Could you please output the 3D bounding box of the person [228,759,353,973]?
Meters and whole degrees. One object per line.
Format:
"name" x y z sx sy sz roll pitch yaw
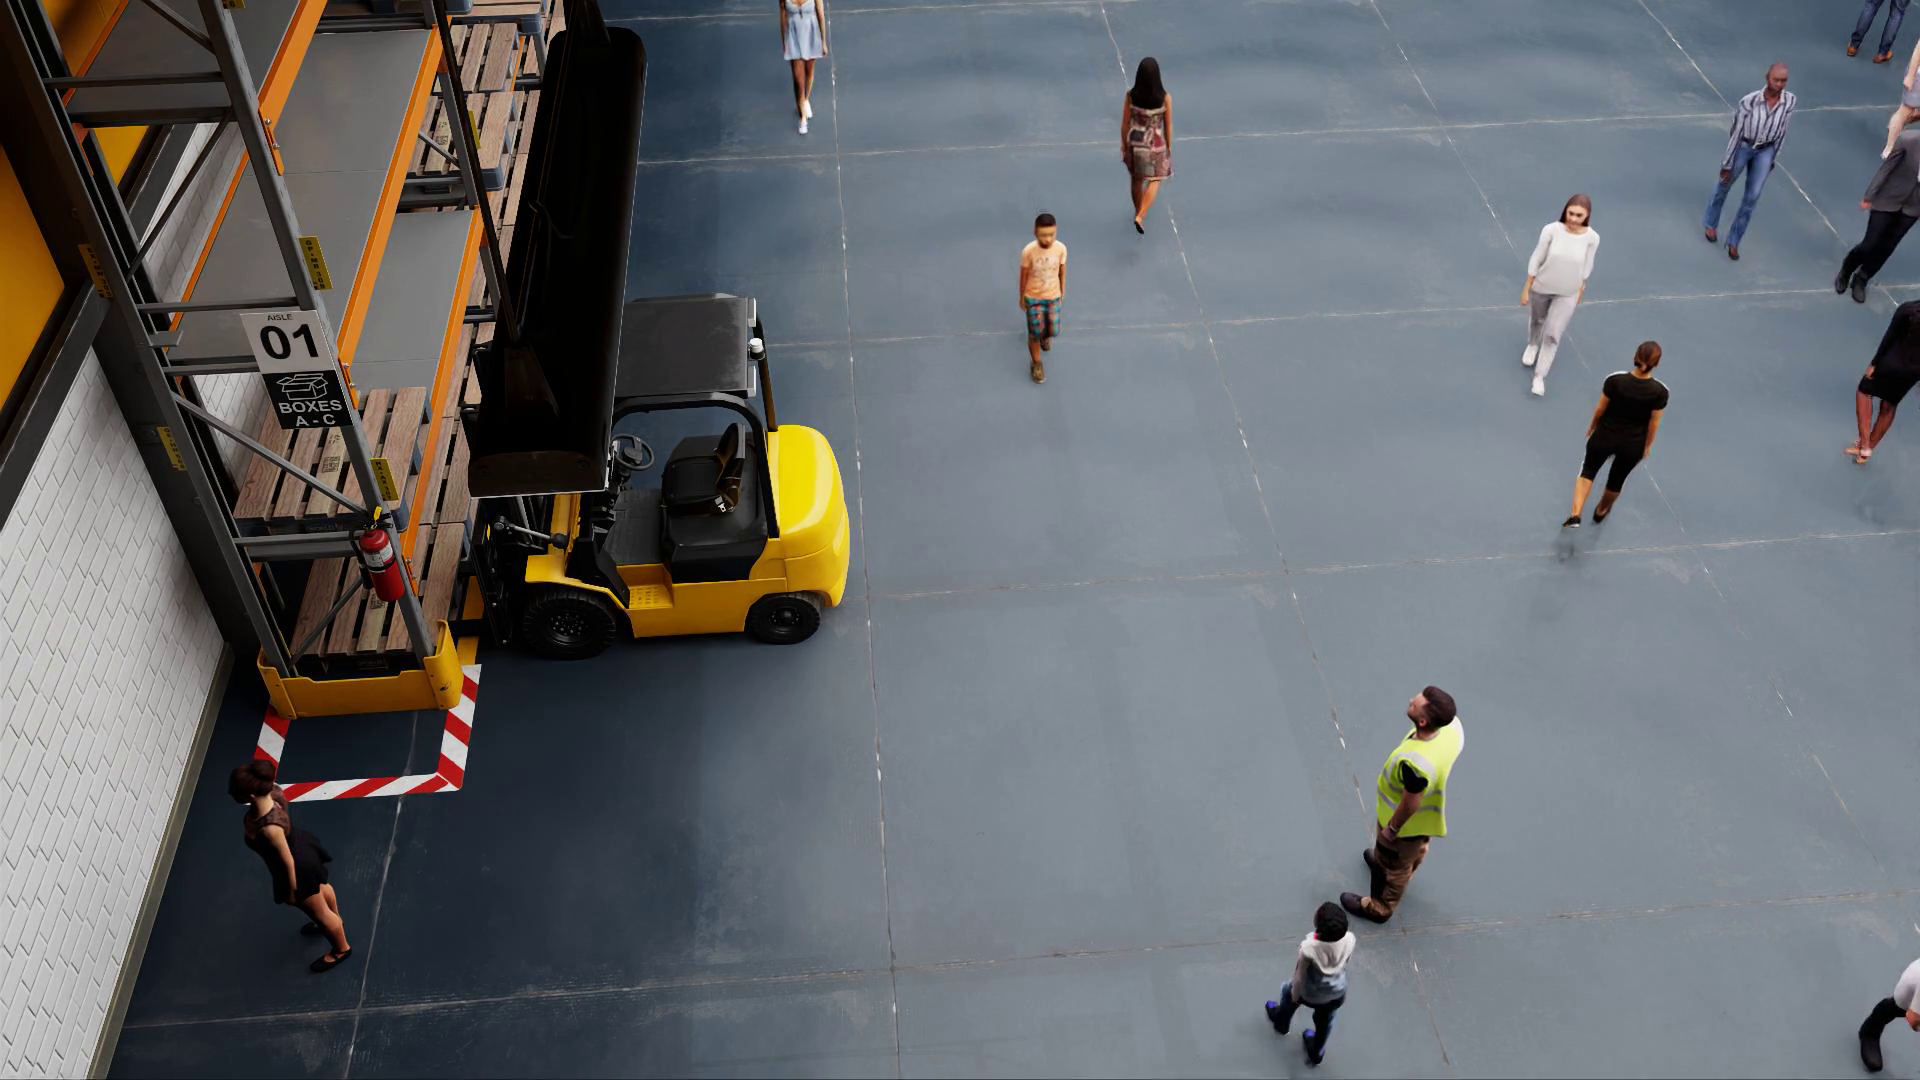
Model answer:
"person" -3.638 1.756 9.068 0.702 1.673 0.591 -16 46 -16

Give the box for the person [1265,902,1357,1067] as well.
"person" 1.907 2.375 8.730 0.511 1.244 0.639 -6 44 -6

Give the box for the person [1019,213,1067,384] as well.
"person" 0.629 -1.965 13.135 0.570 1.451 0.751 -8 44 -8

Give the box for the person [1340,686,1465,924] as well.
"person" 2.496 1.465 9.248 0.917 1.846 0.855 29 51 27

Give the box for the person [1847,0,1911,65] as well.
"person" 9.521 -5.766 16.851 0.759 1.829 0.794 26 49 25

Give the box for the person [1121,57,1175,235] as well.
"person" 1.614 -3.407 14.518 0.834 1.632 0.986 11 45 12

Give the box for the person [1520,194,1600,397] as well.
"person" 4.677 -2.021 13.049 0.898 1.651 1.091 15 46 15

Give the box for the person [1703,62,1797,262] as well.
"person" 6.770 -3.344 14.349 0.734 1.774 0.850 2 44 2

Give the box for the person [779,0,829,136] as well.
"person" -1.515 -4.849 15.977 0.642 1.707 0.859 -9 44 -10

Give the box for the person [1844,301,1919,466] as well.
"person" 6.892 -1.198 12.142 0.692 1.711 0.713 6 44 6

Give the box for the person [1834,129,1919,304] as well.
"person" 7.768 -2.827 13.774 0.789 1.819 0.730 8 44 9

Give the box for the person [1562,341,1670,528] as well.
"person" 4.595 -0.676 11.633 0.863 1.657 0.969 21 48 21

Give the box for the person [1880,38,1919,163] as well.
"person" 8.925 -4.372 15.394 0.692 1.820 0.724 -7 44 -7
